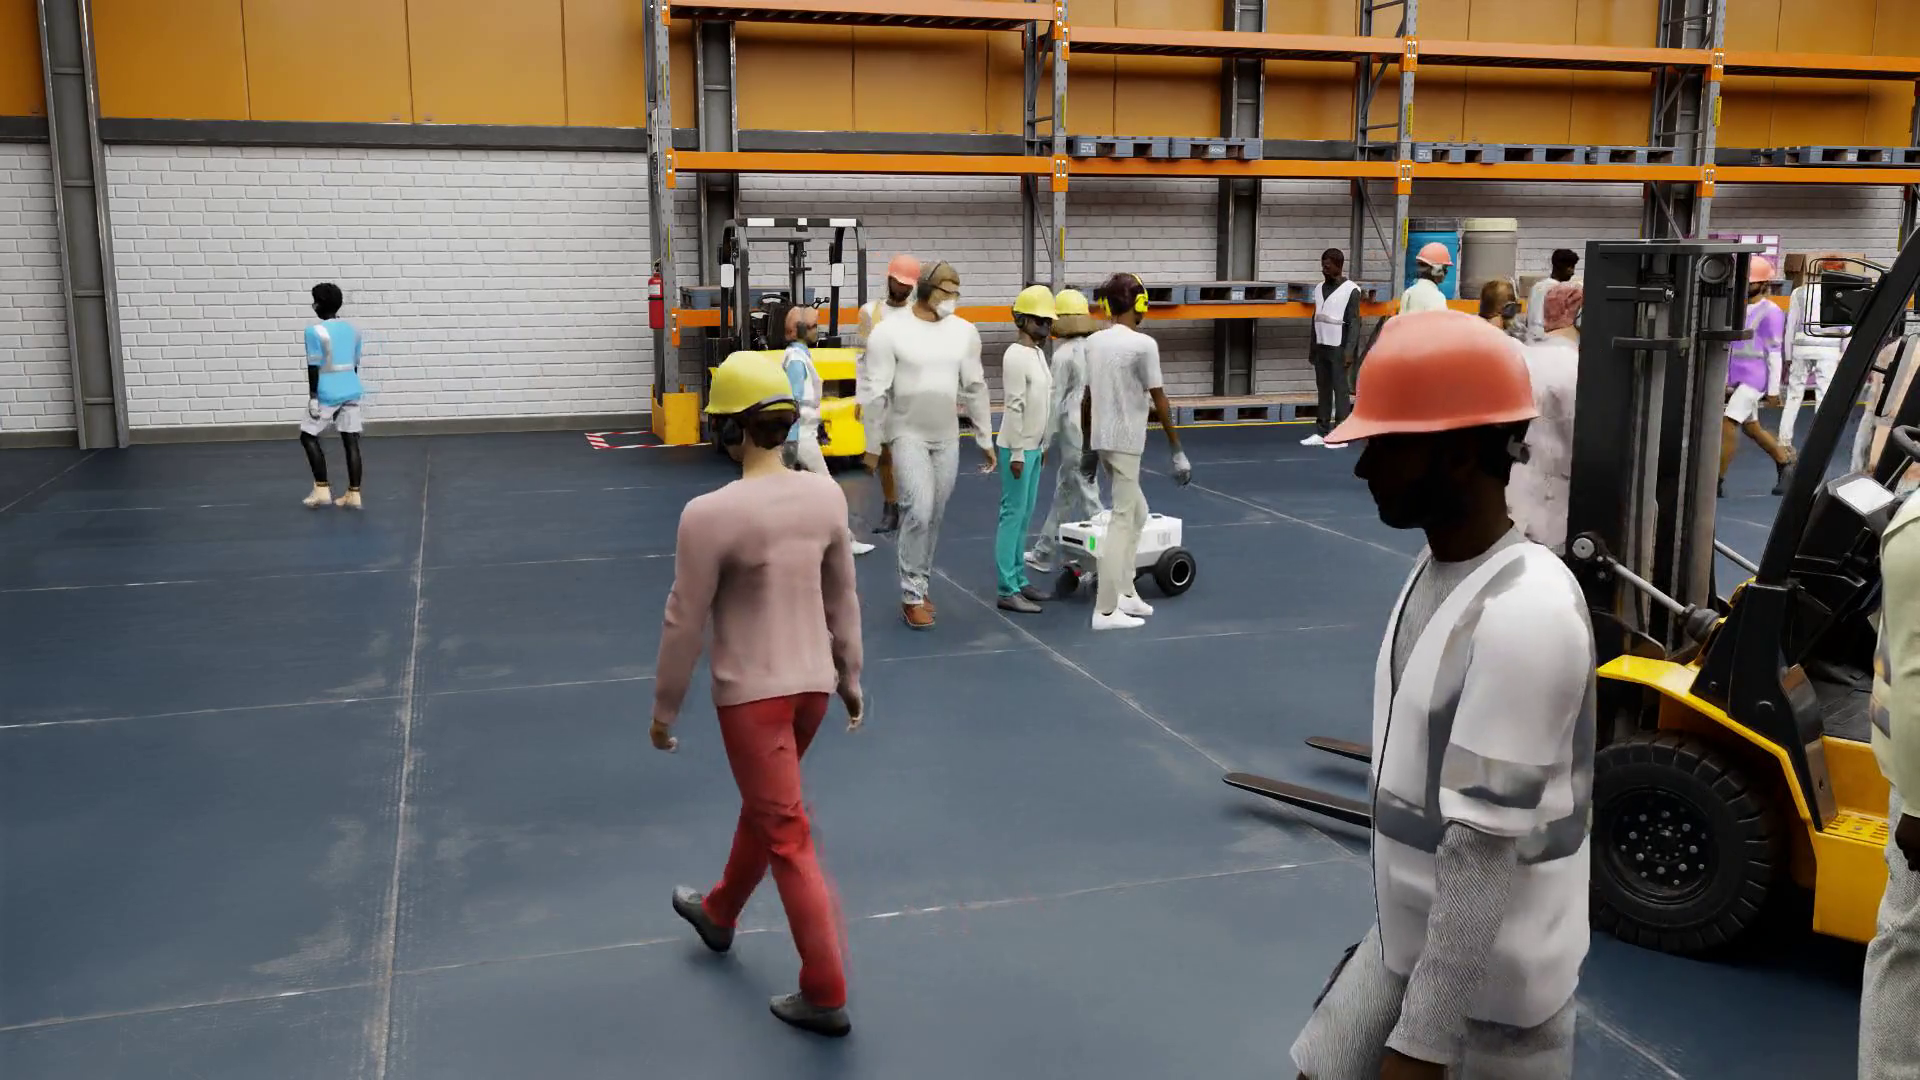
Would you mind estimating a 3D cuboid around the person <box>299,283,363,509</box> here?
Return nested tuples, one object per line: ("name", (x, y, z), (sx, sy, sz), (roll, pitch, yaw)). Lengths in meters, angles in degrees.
("person", (-4.709, -1.065, 12.380), (0.544, 1.676, 0.561), (5, 11, 25))

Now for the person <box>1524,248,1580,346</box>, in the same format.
("person", (5.631, -1.901, 16.362), (0.753, 1.925, 0.654), (-3, 11, -15))

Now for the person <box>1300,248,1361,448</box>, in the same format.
("person", (3.602, -1.846, 16.043), (0.392, 1.914, 0.587), (-6, 12, -29))

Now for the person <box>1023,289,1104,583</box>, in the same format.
("person", (0.577, -0.604, 9.757), (0.825, 1.705, 0.508), (6, 12, 31))

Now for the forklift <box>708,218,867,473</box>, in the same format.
("forklift", (-1.522, -1.778, 14.899), (1.214, 2.155, 2.313), (-3, 11, -17))

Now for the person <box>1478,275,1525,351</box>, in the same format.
("person", (2.825, -0.496, 8.892), (0.677, 1.817, 0.551), (-5, 12, -27))

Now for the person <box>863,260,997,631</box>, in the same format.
("person", (-0.156, -0.493, 8.659), (0.650, 1.897, 0.708), (-6, 12, -31))

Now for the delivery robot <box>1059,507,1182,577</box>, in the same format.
("delivery robot", (0.909, -0.003, 9.409), (0.707, 0.478, 0.477), (-7, 12, -34))

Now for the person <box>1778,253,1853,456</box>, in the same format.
("person", (7.856, -1.680, 15.243), (0.581, 1.874, 0.366), (9, 14, 40))

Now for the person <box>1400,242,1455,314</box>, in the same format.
("person", (3.704, -1.368, 13.254), (0.437, 1.975, 0.627), (-1, 10, -4))

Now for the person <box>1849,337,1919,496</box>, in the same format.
("person", (4.531, -0.349, 8.000), (0.929, 1.867, 0.607), (-3, 11, -14))

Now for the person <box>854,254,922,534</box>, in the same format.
("person", (-0.436, -0.960, 11.280), (0.568, 1.909, 0.376), (3, 11, 18))

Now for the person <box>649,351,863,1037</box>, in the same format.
("person", (-0.575, 0.376, 4.348), (0.870, 1.721, 0.551), (9, 14, 40))

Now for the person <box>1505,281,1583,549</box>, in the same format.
("person", (2.419, -0.161, 7.008), (1.006, 1.854, 0.635), (0, 10, 0))

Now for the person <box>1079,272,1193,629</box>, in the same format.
("person", (0.917, -0.452, 8.625), (0.634, 1.840, 0.580), (-6, 12, -29))

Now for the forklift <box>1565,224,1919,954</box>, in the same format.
("forklift", (2.909, 0.117, 4.508), (2.313, 2.155, 1.214), (9, 14, 40))

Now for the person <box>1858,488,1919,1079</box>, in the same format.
("person", (2.150, 0.479, 3.517), (0.599, 1.832, 0.404), (-9, 14, -40))

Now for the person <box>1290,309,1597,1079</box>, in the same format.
("person", (0.684, 0.617, 2.519), (0.663, 1.909, 0.563), (-1, 10, -4))

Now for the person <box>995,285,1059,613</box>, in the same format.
("person", (0.375, -0.496, 9.061), (0.335, 1.762, 0.526), (3, 11, 16))

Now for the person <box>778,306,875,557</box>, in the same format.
("person", (-1.003, -0.670, 10.465), (0.853, 1.592, 0.524), (-2, 10, -10))

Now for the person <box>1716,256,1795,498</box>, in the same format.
("person", (6.170, -1.245, 12.870), (0.969, 1.892, 0.536), (-1, 10, -4))
